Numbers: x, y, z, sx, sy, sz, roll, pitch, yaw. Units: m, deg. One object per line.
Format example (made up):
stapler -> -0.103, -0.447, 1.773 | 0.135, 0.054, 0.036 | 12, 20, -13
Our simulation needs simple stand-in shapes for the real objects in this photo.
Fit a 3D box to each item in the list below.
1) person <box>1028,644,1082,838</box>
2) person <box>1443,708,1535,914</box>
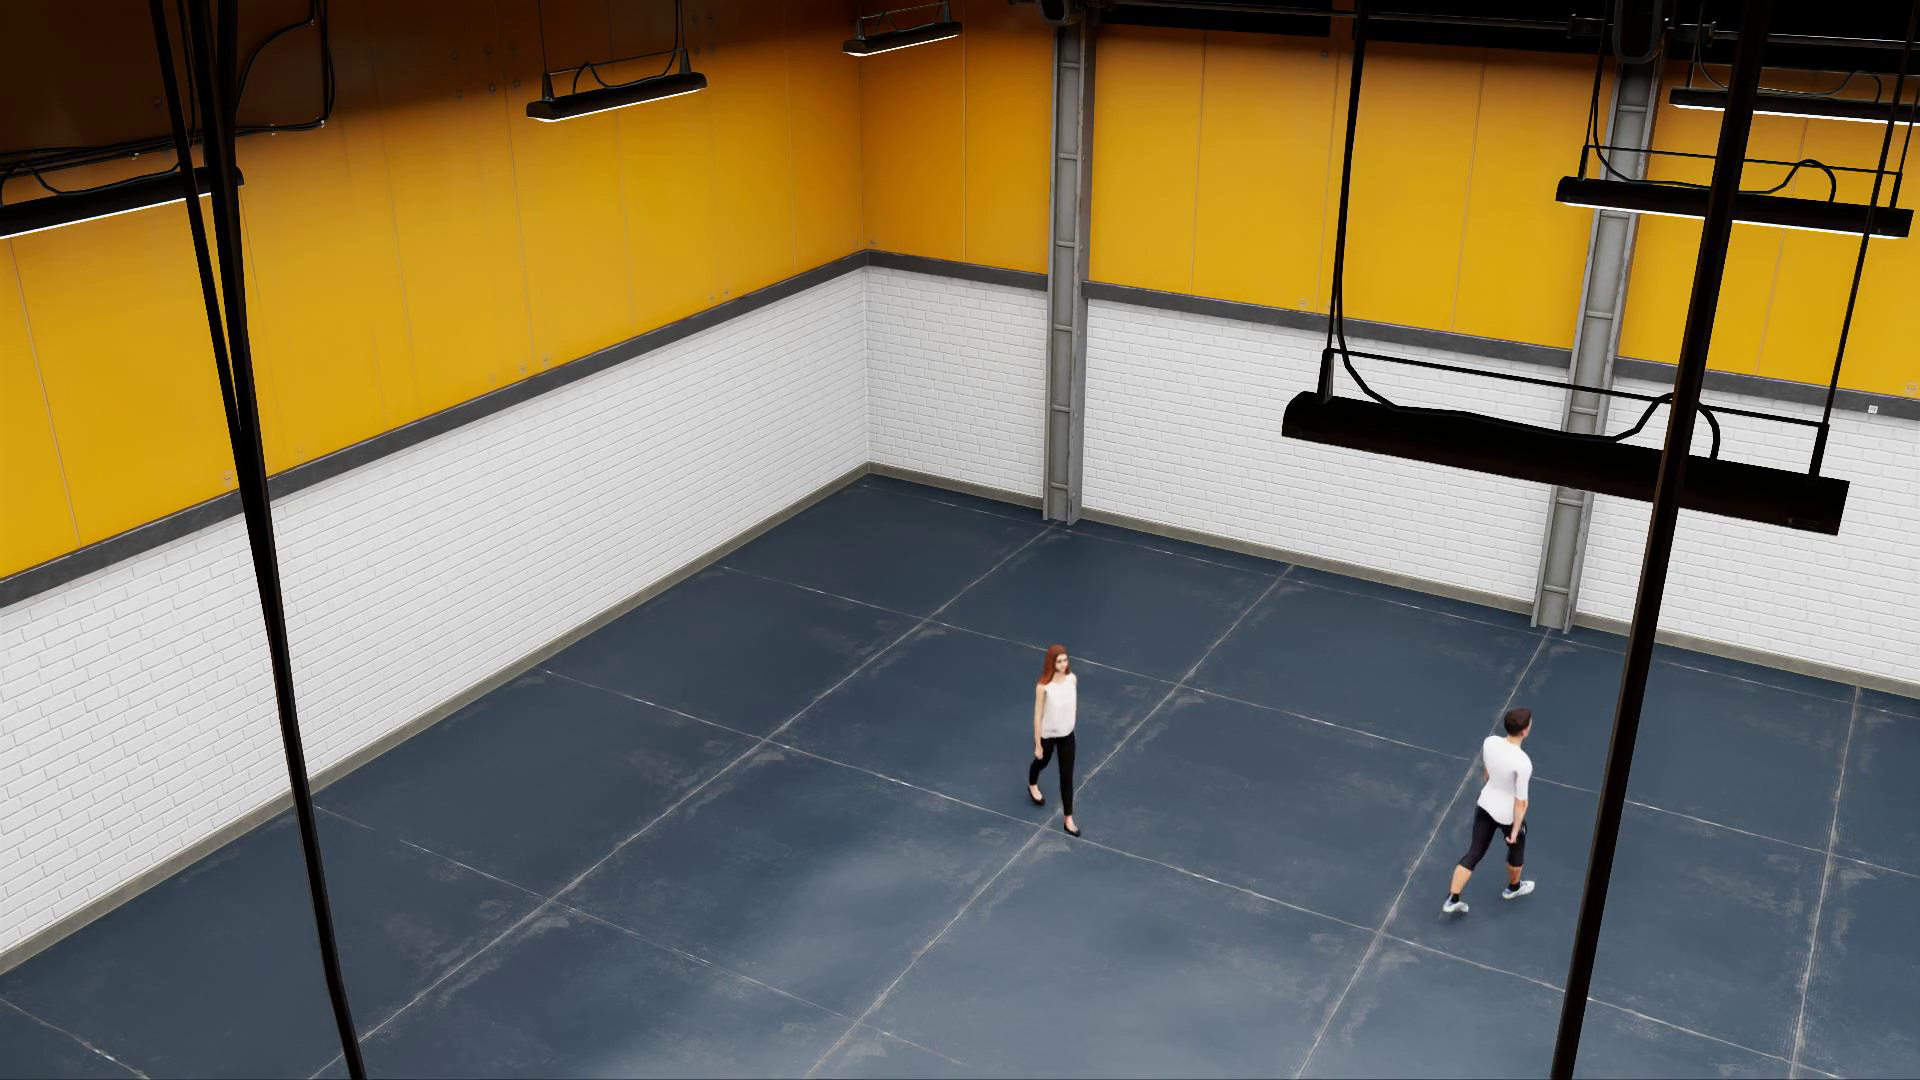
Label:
person -> 0.769, 1.663, 14.419 | 1.030, 1.680, 1.183 | -10, 26, -22
person -> 4.179, 2.164, 13.103 | 1.097, 1.816, 1.237 | -14, 27, -29
